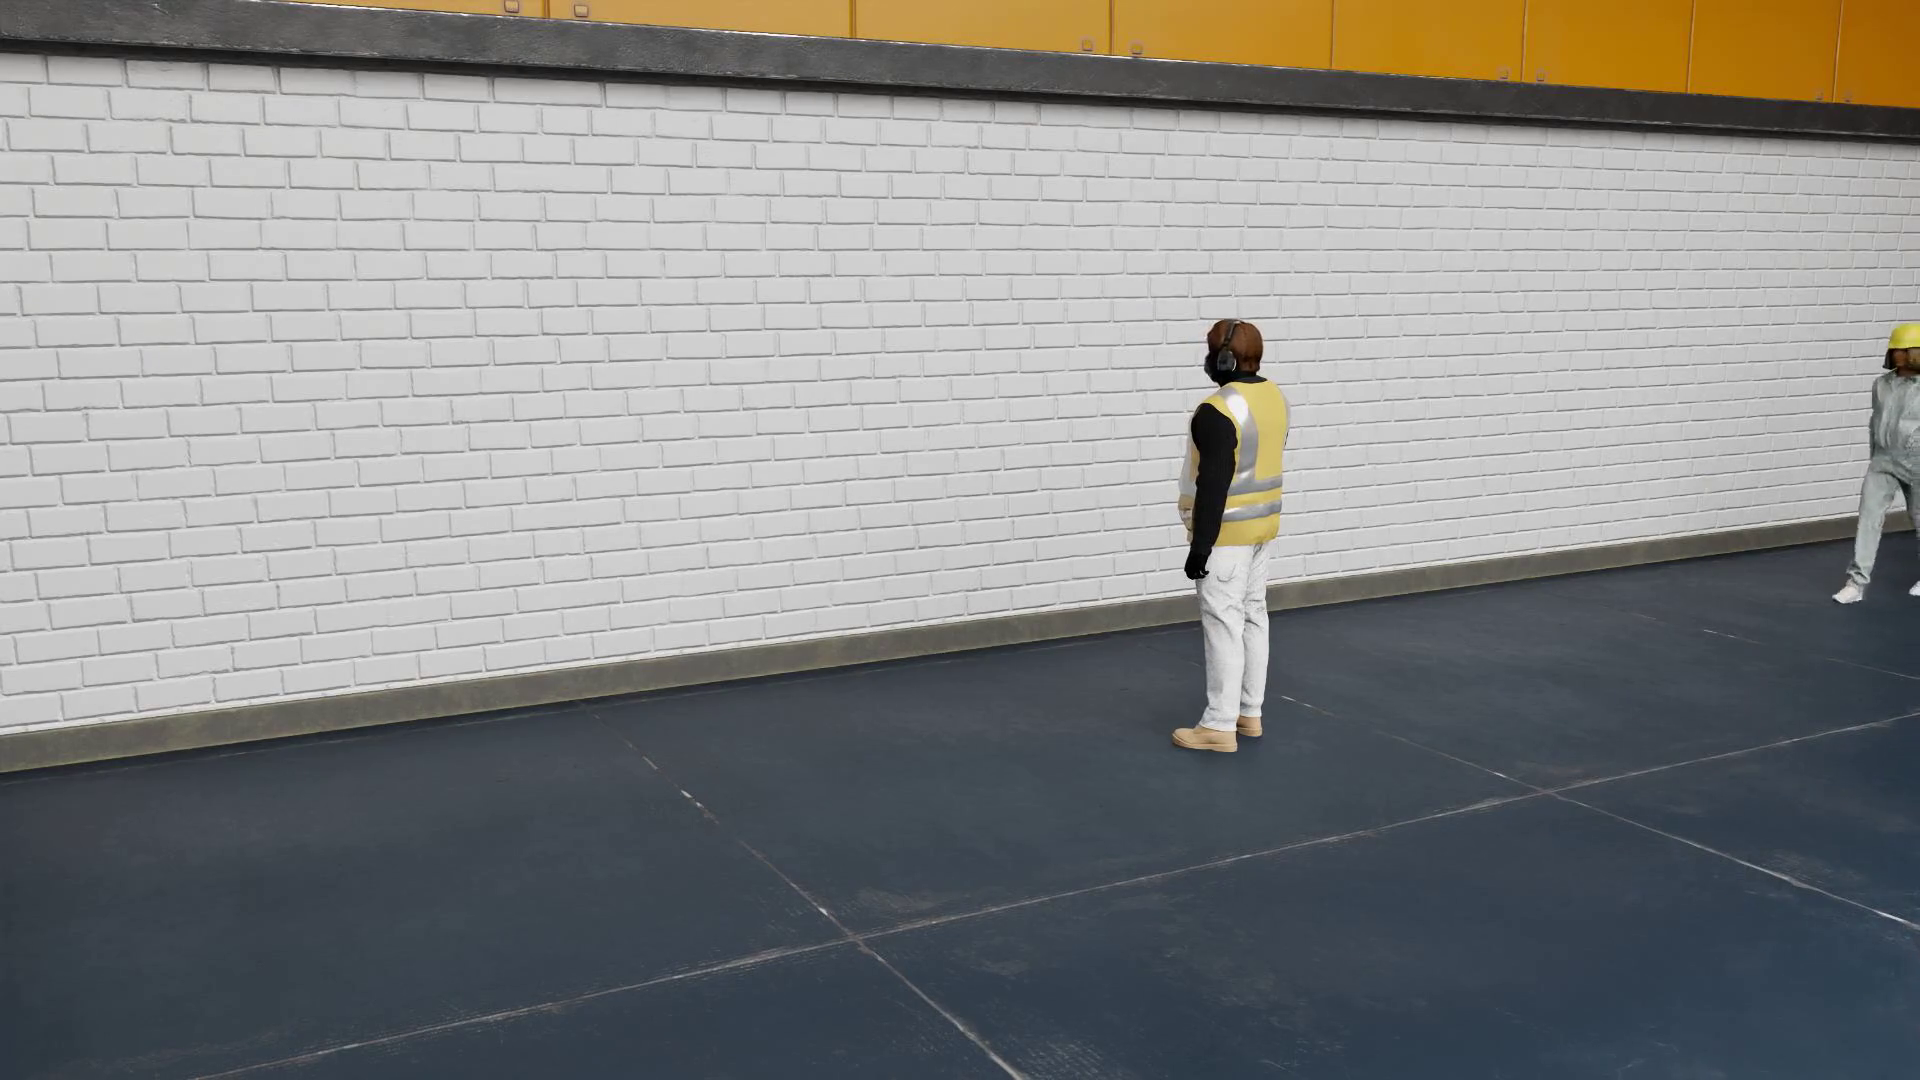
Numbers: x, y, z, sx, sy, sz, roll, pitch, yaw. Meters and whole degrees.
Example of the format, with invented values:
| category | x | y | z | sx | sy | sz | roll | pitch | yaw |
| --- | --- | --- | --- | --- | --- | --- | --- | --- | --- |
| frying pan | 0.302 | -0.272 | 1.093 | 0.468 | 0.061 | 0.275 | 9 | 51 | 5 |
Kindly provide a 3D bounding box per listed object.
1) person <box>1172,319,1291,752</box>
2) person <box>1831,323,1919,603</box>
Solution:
| category | x | y | z | sx | sy | sz | roll | pitch | yaw |
| --- | --- | --- | --- | --- | --- | --- | --- | --- | --- |
| person | 1.147 | -0.019 | 7.127 | 0.429 | 1.845 | 0.627 | 7 | 12 | 35 |
| person | 5.751 | -0.469 | 10.127 | 0.891 | 1.698 | 0.501 | -6 | 11 | -29 |
